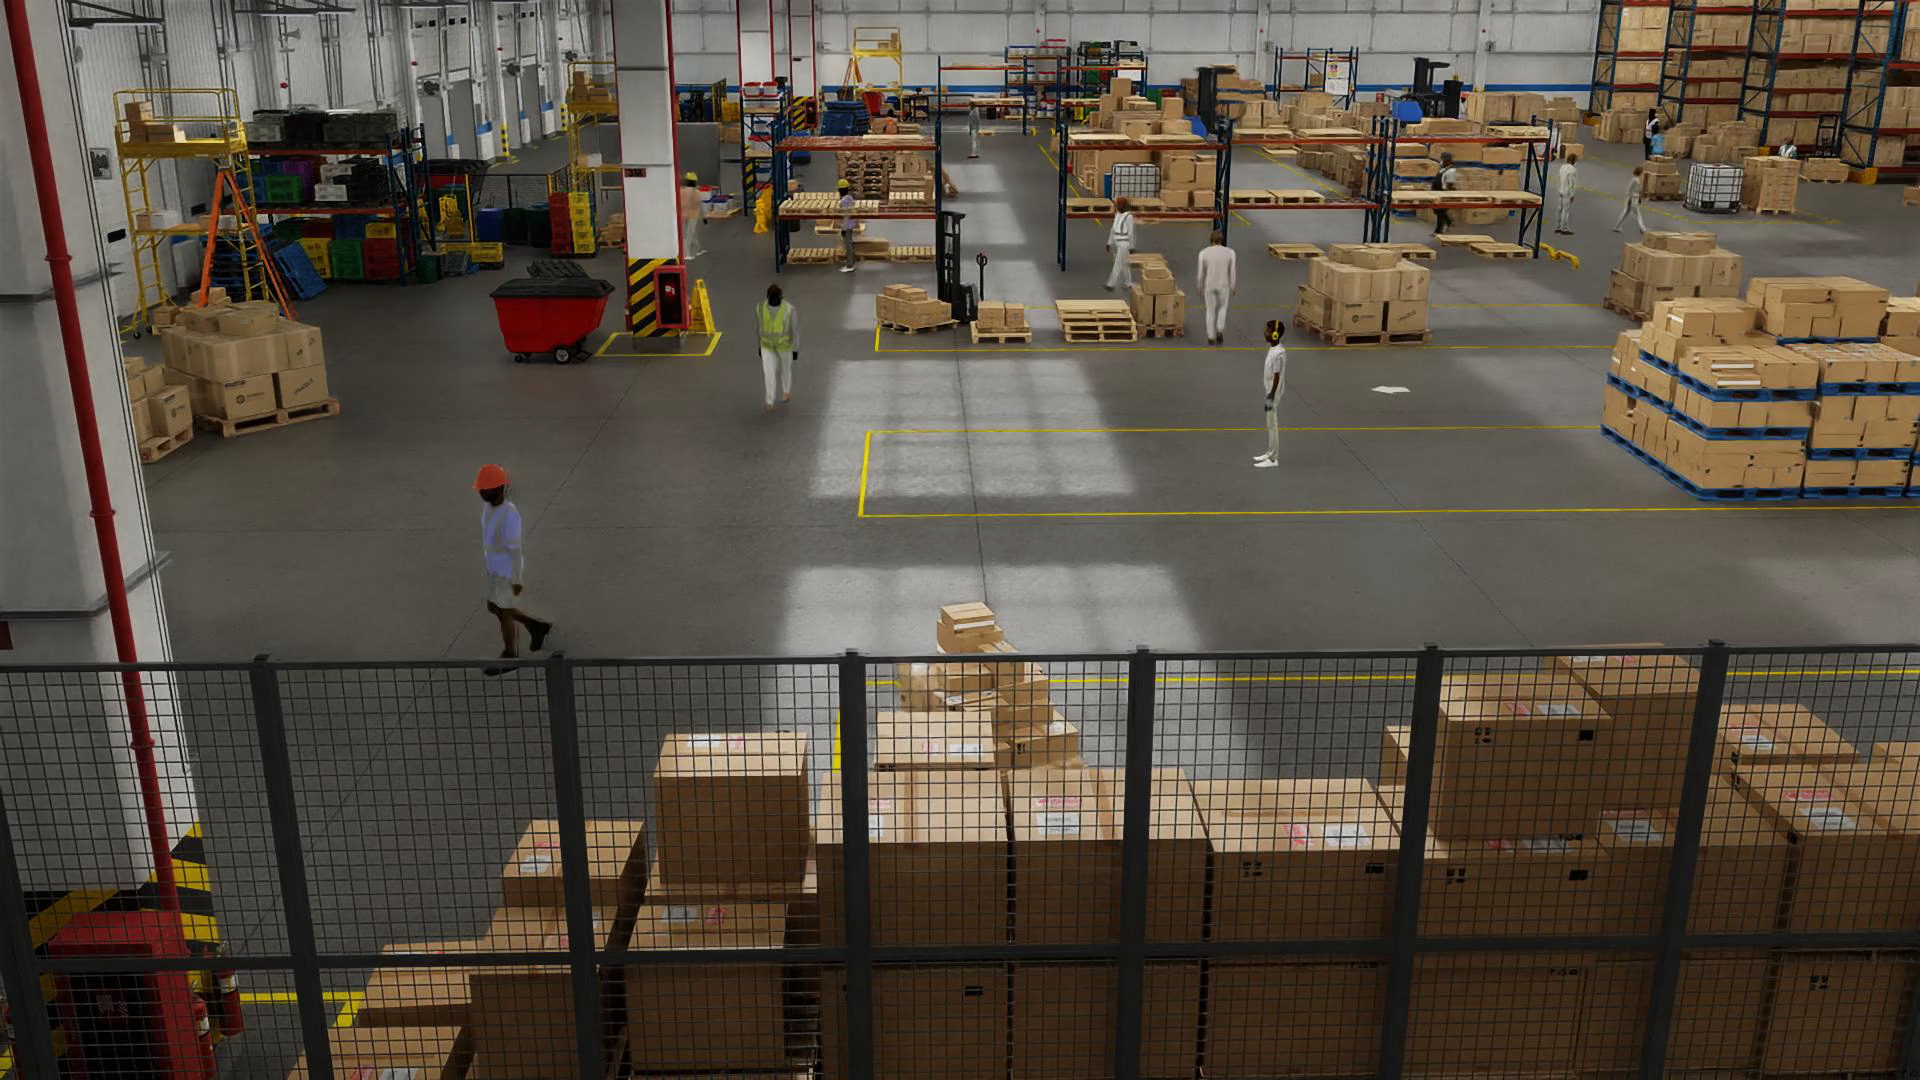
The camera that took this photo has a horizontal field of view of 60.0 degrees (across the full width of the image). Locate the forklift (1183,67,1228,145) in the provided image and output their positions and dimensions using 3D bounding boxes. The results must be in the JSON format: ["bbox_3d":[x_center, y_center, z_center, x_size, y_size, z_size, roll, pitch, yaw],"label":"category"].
[{"bbox_3d":[8.914,-15.889,61.007,1.873,2.768,1.129,-1,19,-2],"label":"forklift"}]

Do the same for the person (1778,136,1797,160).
[{"bbox_3d":[23.577,-10.685,47.486,0.312,1.638,0.548,-14,23,-35],"label":"person"}]

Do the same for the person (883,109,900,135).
[{"bbox_3d":[-2.365,-13.940,57.121,0.529,1.653,0.890,8,20,23],"label":"person"}]

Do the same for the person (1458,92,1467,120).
[{"bbox_3d":[18.510,-15.525,61.380,0.547,1.937,0.379,-10,21,-26],"label":"person"}]

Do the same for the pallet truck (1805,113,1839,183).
[{"bbox_3d":[26.403,-11.957,50.702,0.823,1.965,1.885,6,19,16],"label":"pallet truck"}]

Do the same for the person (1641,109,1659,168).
[{"bbox_3d":[22.443,-13.031,54.027,0.390,1.912,0.589,-3,19,-8],"label":"person"}]

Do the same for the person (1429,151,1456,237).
[{"bbox_3d":[11.535,-8.261,39.672,0.606,2.000,0.698,1,19,2],"label":"person"}]

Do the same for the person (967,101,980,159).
[{"bbox_3d":[0.472,-14.081,57.119,0.376,1.935,0.629,8,20,22],"label":"person"}]

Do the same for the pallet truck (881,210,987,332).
[{"bbox_3d":[-0.493,-4.759,29.349,1.885,1.965,0.823,-13,23,-34],"label":"pallet truck"}]

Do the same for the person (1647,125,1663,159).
[{"bbox_3d":[21.290,-11.875,50.970,0.555,1.686,0.481,-17,25,-42],"label":"person"}]

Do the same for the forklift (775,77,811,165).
[{"bbox_3d":[-5.920,-13.893,55.085,1.873,2.768,1.129,-1,19,-1],"label":"forklift"}]

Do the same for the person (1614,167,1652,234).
[{"bbox_3d":[16.352,-8.222,40.245,0.869,1.586,0.535,8,20,23],"label":"person"}]

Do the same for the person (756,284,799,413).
[{"bbox_3d":[-2.601,-2.778,23.801,0.631,1.795,1.001,1,19,4],"label":"person"}]

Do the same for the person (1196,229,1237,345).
[{"bbox_3d":[4.307,-4.274,28.031,0.661,1.915,0.676,2,19,5],"label":"person"}]

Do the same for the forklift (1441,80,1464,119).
[{"bbox_3d":[15.644,-13.239,53.146,1.873,2.768,1.129,-1,19,-1],"label":"forklift"}]

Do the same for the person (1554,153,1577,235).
[{"bbox_3d":[14.613,-8.330,40.039,0.373,1.937,0.630,-3,19,-10],"label":"person"}]

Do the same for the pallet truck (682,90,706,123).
[{"bbox_3d":[-9.671,-15.907,62.421,0.823,1.965,1.885,5,19,15],"label":"pallet truck"}]

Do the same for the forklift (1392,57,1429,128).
[{"bbox_3d":[18.965,-18.497,68.745,1.873,2.768,1.129,-1,19,-1],"label":"forklift"}]

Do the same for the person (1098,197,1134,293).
[{"bbox_3d":[3.066,-5.781,32.613,0.911,1.846,0.583,-7,20,-19],"label":"person"}]

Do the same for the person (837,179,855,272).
[{"bbox_3d":[-2.396,-6.602,34.931,0.383,1.923,0.590,3,19,7],"label":"person"}]

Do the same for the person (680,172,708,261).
[{"bbox_3d":[-5.825,-7.115,36.504,0.591,1.883,0.944,14,23,35],"label":"person"}]

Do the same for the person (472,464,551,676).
[{"bbox_3d":[-3.975,0.233,14.659,0.600,1.922,0.566,-14,23,-35],"label":"person"}]

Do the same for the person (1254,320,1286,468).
[{"bbox_3d":[3.899,-1.836,20.868,0.328,1.876,0.513,3,19,10],"label":"person"}]
